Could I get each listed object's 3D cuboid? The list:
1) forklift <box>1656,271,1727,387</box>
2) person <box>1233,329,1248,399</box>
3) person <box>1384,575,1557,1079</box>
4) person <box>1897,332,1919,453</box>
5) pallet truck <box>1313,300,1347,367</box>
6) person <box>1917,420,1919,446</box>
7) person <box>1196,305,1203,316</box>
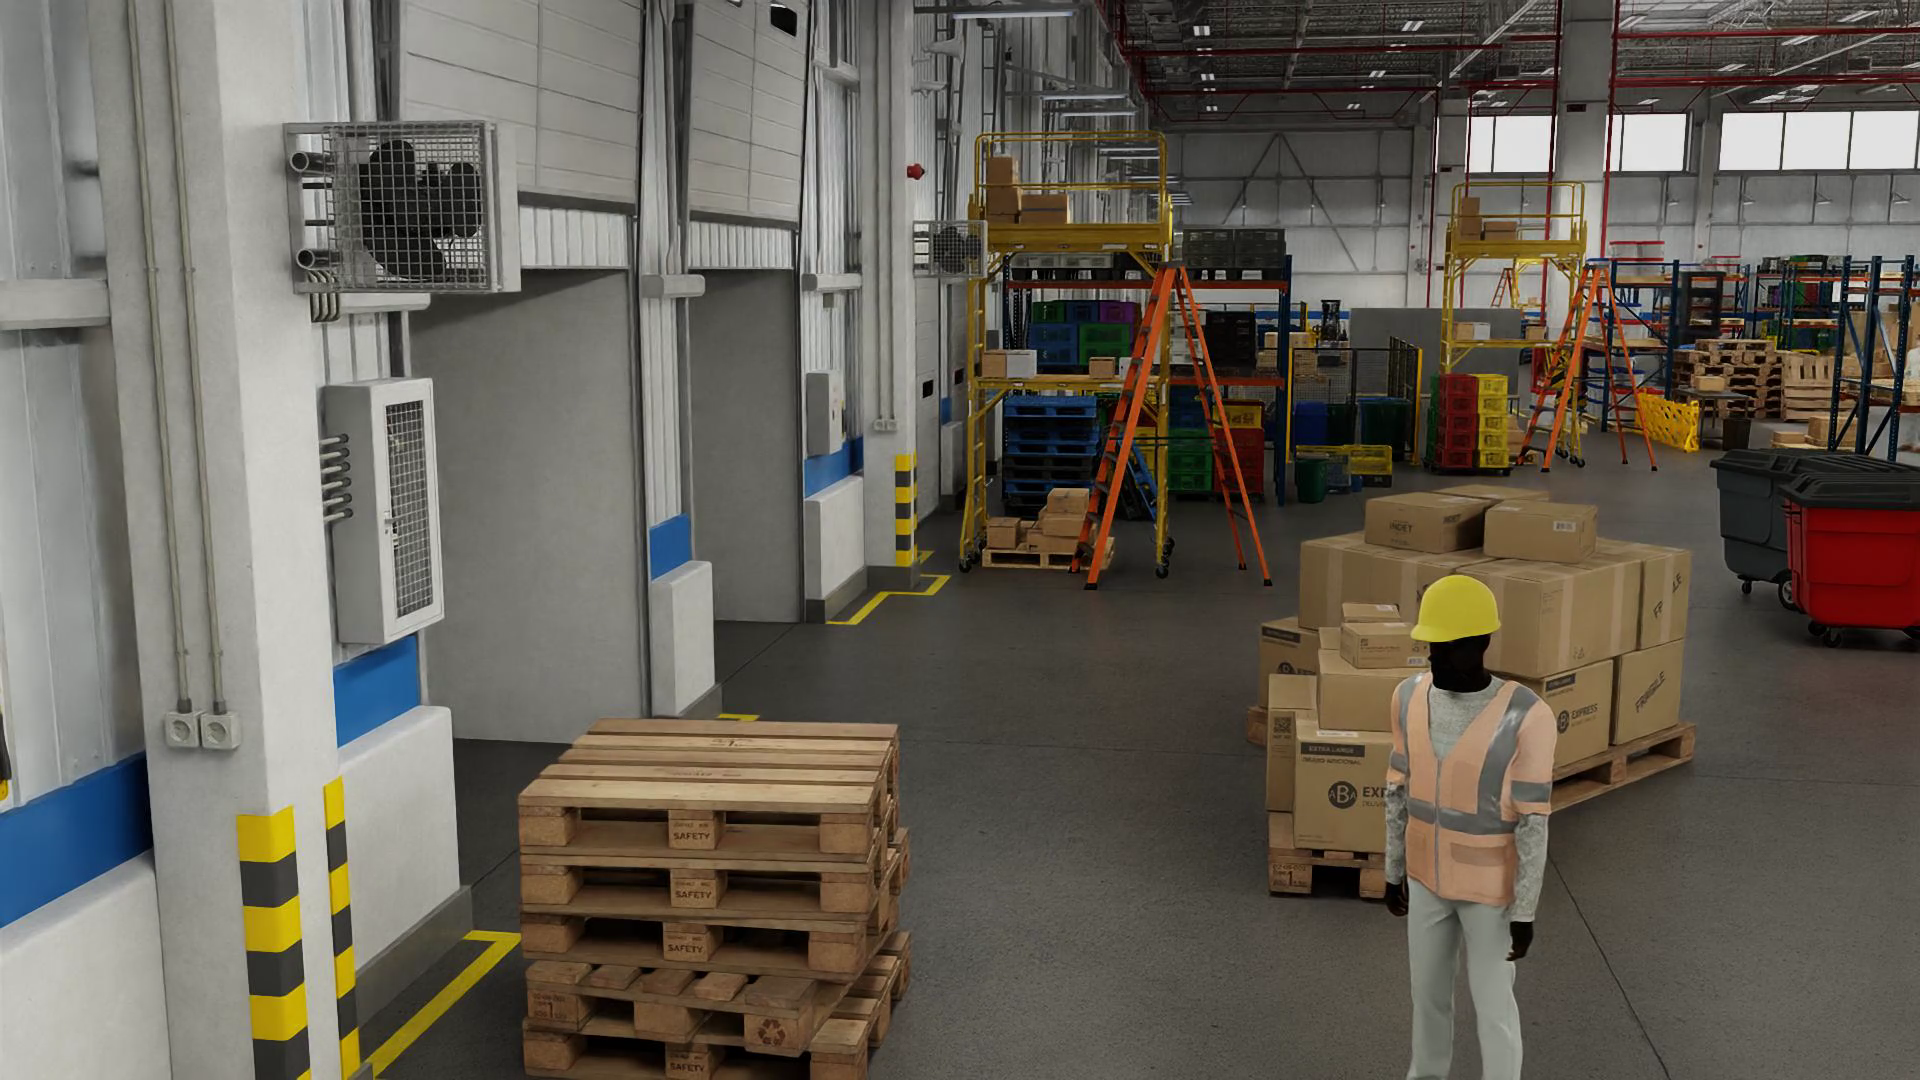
[{"bbox_3d":[17.535,-4.966,39.392,1.129,2.768,1.873,0,9,0],"label":"forklift"},{"bbox_3d":[5.867,-3.584,34.725,0.312,1.632,0.520,-4,10,-22],"label":"person"},{"bbox_3d":[1.563,1.054,5.229,0.393,1.921,0.586,-7,12,-38],"label":"person"},{"bbox_3d":[15.010,-2.317,25.959,0.354,1.936,0.635,-4,10,-24],"label":"person"},{"bbox_3d":[11.159,-6.200,49.718,0.823,1.965,1.885,4,10,26],"label":"pallet truck"},{"bbox_3d":[15.754,-2.359,26.834,0.485,1.737,0.320,-4,10,-22],"label":"person"},{"bbox_3d":[6.330,-5.293,44.359,0.544,1.928,0.393,-8,12,-39],"label":"person"}]
